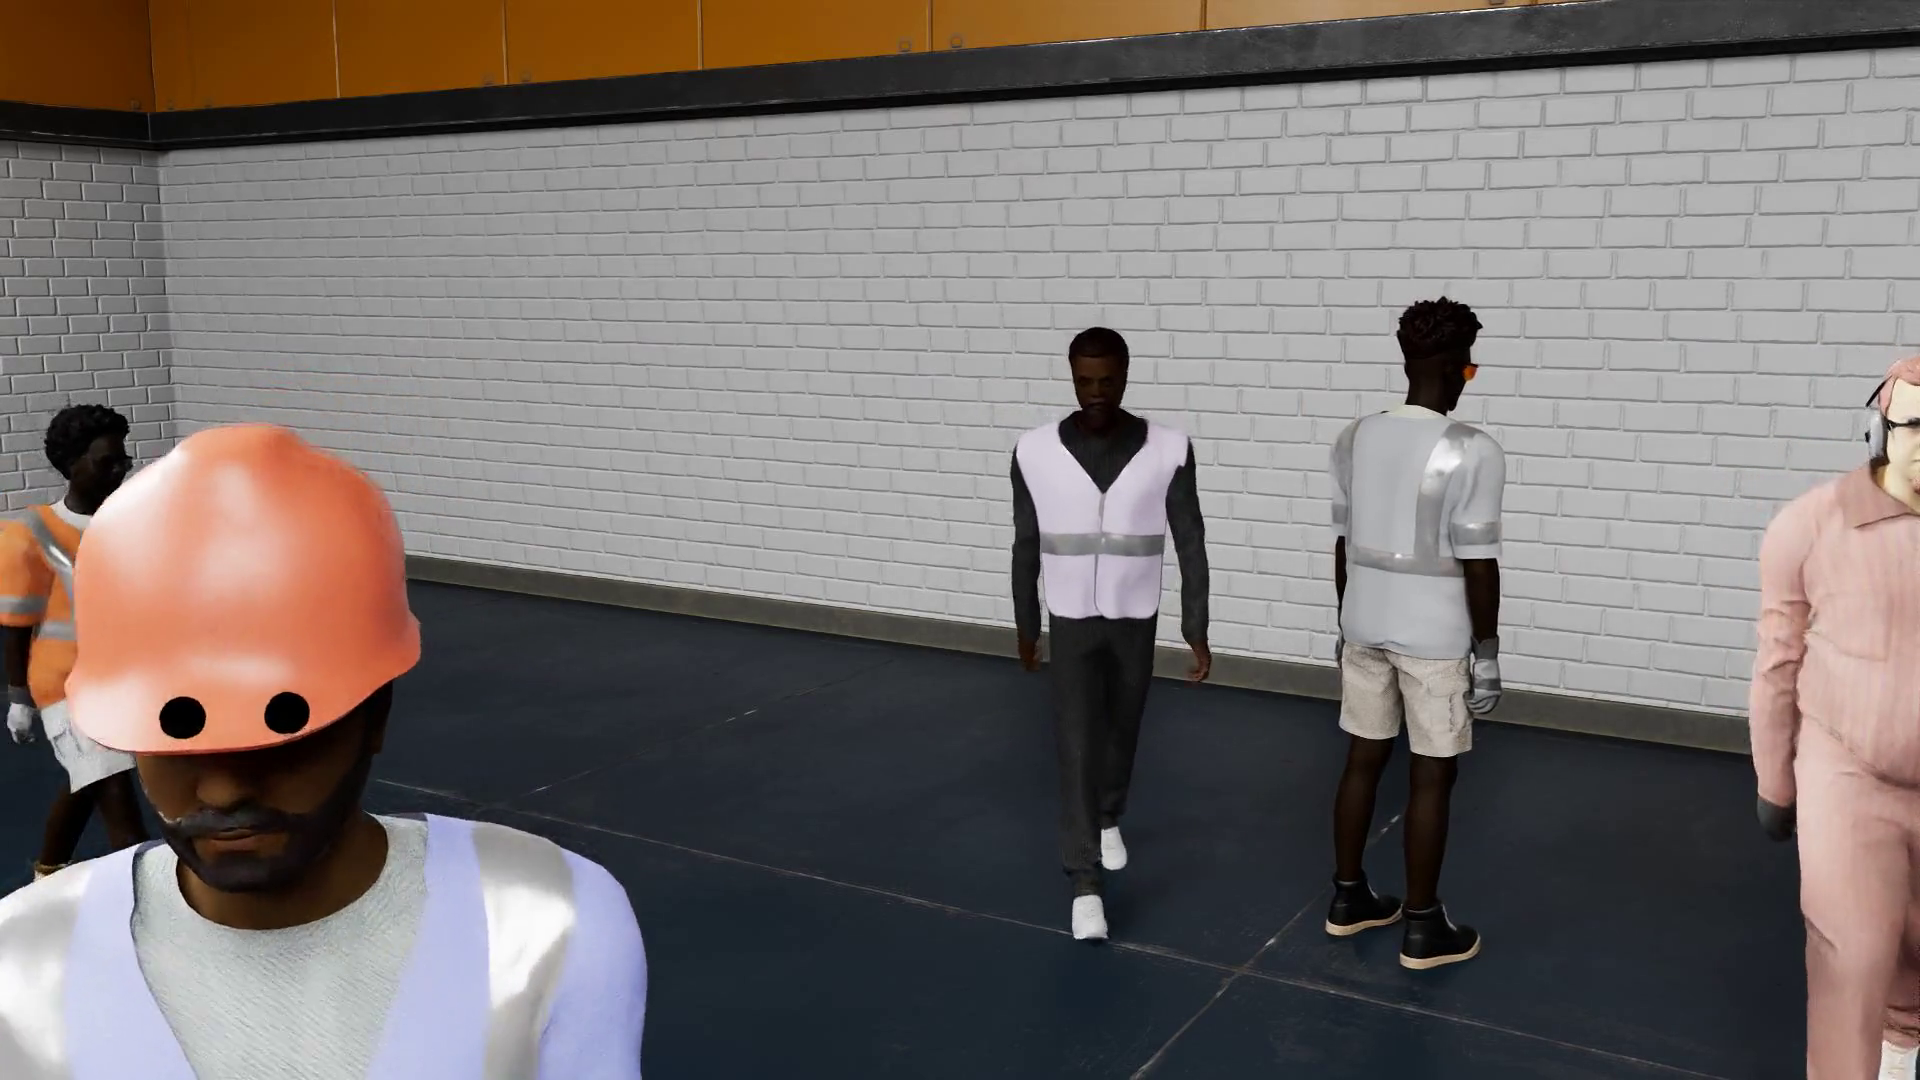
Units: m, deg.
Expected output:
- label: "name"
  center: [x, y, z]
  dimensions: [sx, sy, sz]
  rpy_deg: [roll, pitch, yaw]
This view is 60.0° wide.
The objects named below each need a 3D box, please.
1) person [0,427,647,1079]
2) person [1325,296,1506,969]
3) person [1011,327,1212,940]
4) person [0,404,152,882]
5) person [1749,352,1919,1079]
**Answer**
- label: "person"
  center: [-0.536, 0.844, 1.449]
  dimensions: [0.552, 1.922, 0.616]
  rpy_deg: [-3, 10, -17]
- label: "person"
  center: [1.339, 0.268, 4.909]
  dimensions: [0.374, 1.958, 0.607]
  rpy_deg: [-6, 11, -33]
- label: "person"
  center: [0.475, 0.253, 5.338]
  dimensions: [0.621, 1.861, 1.043]
  rpy_deg: [0, 9, 1]
- label: "person"
  center: [-2.538, 0.417, 4.927]
  dimensions: [0.926, 1.645, 0.539]
  rpy_deg: [4, 10, 23]
- label: "person"
  center: [2.085, 0.511, 3.677]
  dimensions: [0.640, 1.872, 0.889]
  rpy_deg: [3, 10, 18]
